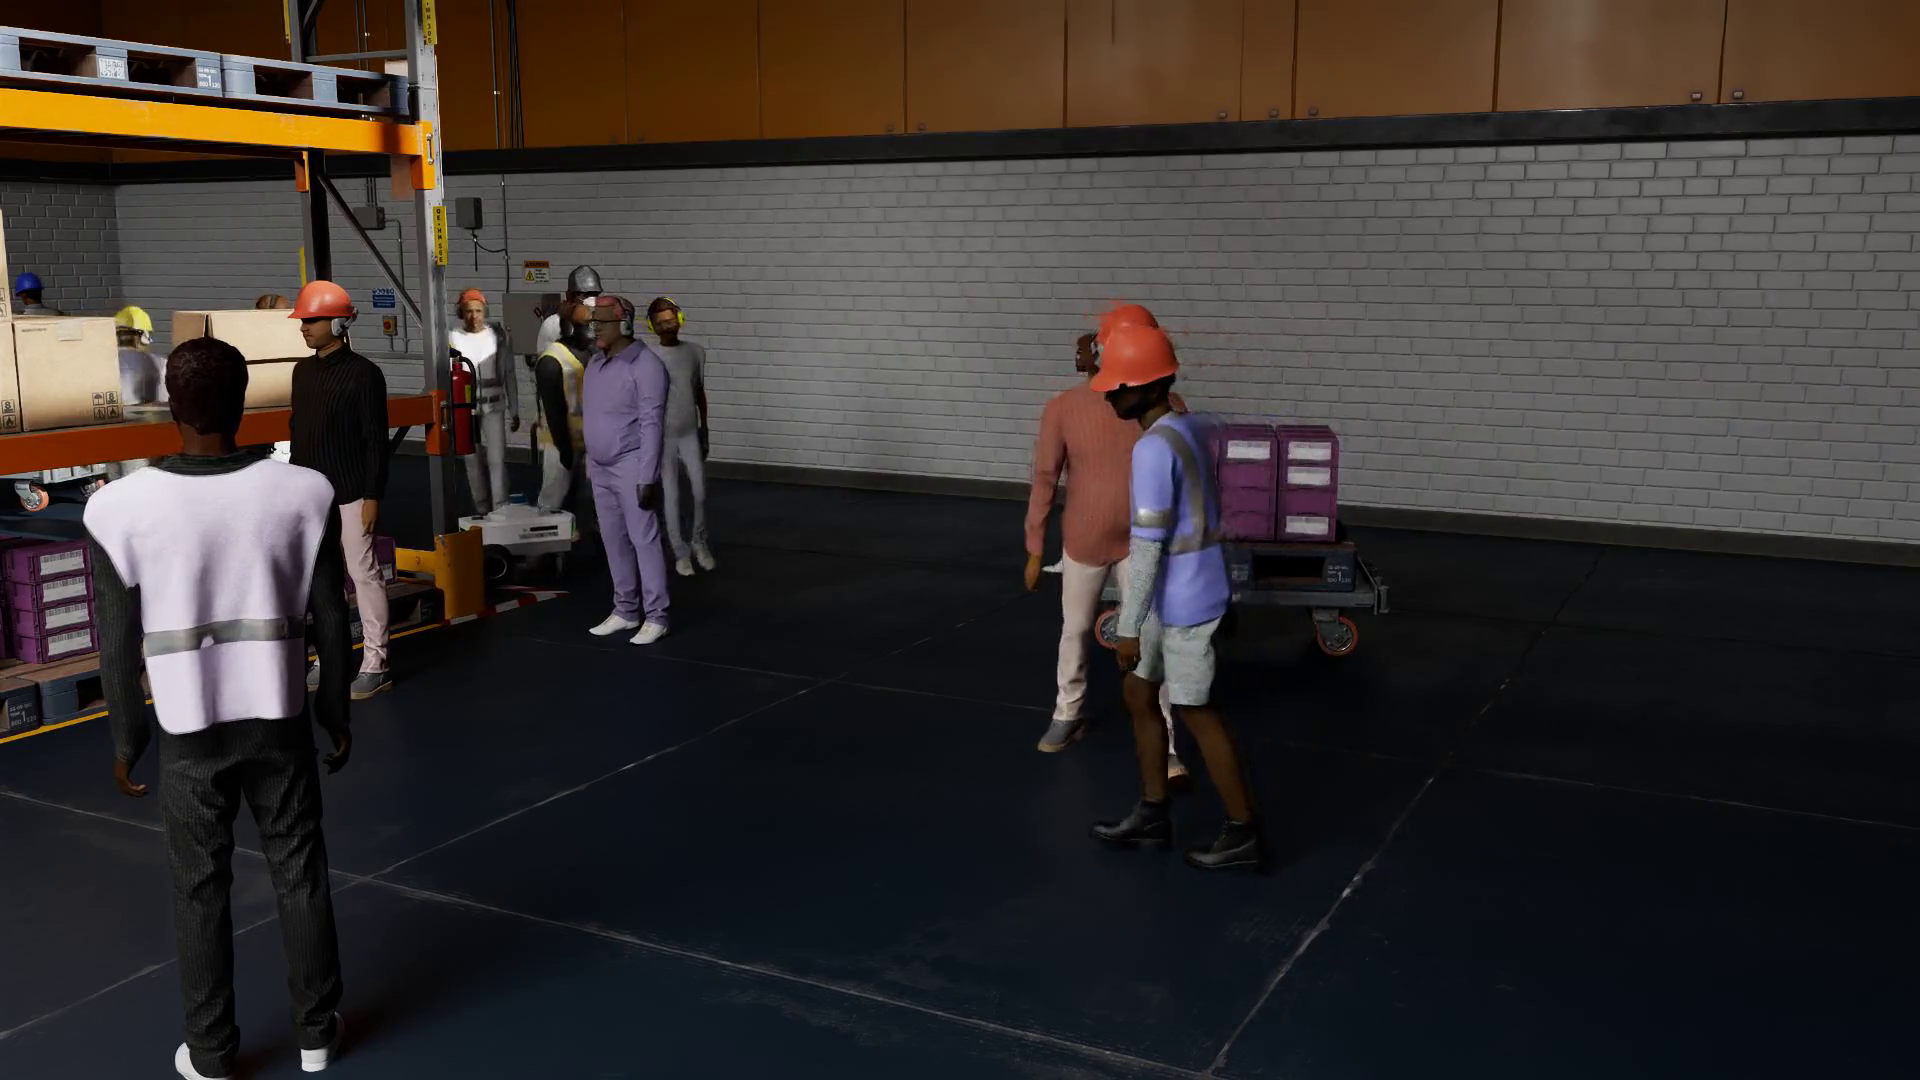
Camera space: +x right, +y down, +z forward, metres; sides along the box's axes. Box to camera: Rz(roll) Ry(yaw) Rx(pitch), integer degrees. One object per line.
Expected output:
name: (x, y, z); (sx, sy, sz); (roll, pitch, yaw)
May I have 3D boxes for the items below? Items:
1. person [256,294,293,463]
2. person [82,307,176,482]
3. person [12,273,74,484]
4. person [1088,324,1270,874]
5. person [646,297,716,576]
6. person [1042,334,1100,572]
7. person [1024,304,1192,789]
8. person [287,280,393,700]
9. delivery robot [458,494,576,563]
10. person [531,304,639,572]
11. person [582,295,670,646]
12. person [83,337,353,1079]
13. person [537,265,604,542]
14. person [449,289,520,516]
person: (-4.715, -0.779, 11.557); (0.429, 1.846, 0.627); (-1, 10, -4)
person: (-5.422, -0.631, 10.952); (0.617, 1.778, 0.780); (1, 10, 5)
person: (-8.488, -1.487, 15.380); (0.405, 1.937, 0.602); (5, 11, 26)
person: (0.725, 0.213, 5.663); (0.772, 1.885, 0.560); (2, 10, 14)
person: (-1.864, -0.668, 10.925); (0.523, 1.843, 0.408); (-4, 11, -21)
person: (0.947, -0.542, 10.891); (0.754, 1.611, 0.505); (2, 10, 9)
person: (0.609, 0.016, 6.712); (0.704, 1.909, 1.071); (-1, 10, -4)
person: (-2.989, -0.237, 7.978); (0.612, 1.995, 0.377); (5, 11, 28)
delivery robot: (-2.882, -0.059, 10.844); (0.707, 0.478, 0.477); (-6, 11, -31)
person: (-2.489, -0.652, 10.995); (0.961, 1.788, 0.641); (5, 11, 25)
person: (-1.857, -0.380, 9.088); (0.646, 1.901, 0.398); (9, 13, 42)
person: (-1.837, 0.452, 4.205); (0.592, 1.922, 0.392); (-6, 11, -30)
person: (-2.744, -1.016, 12.355); (0.535, 2.000, 0.684); (9, 13, 43)
person: (-3.622, -0.953, 12.546); (0.614, 1.853, 0.834); (-4, 10, -20)
